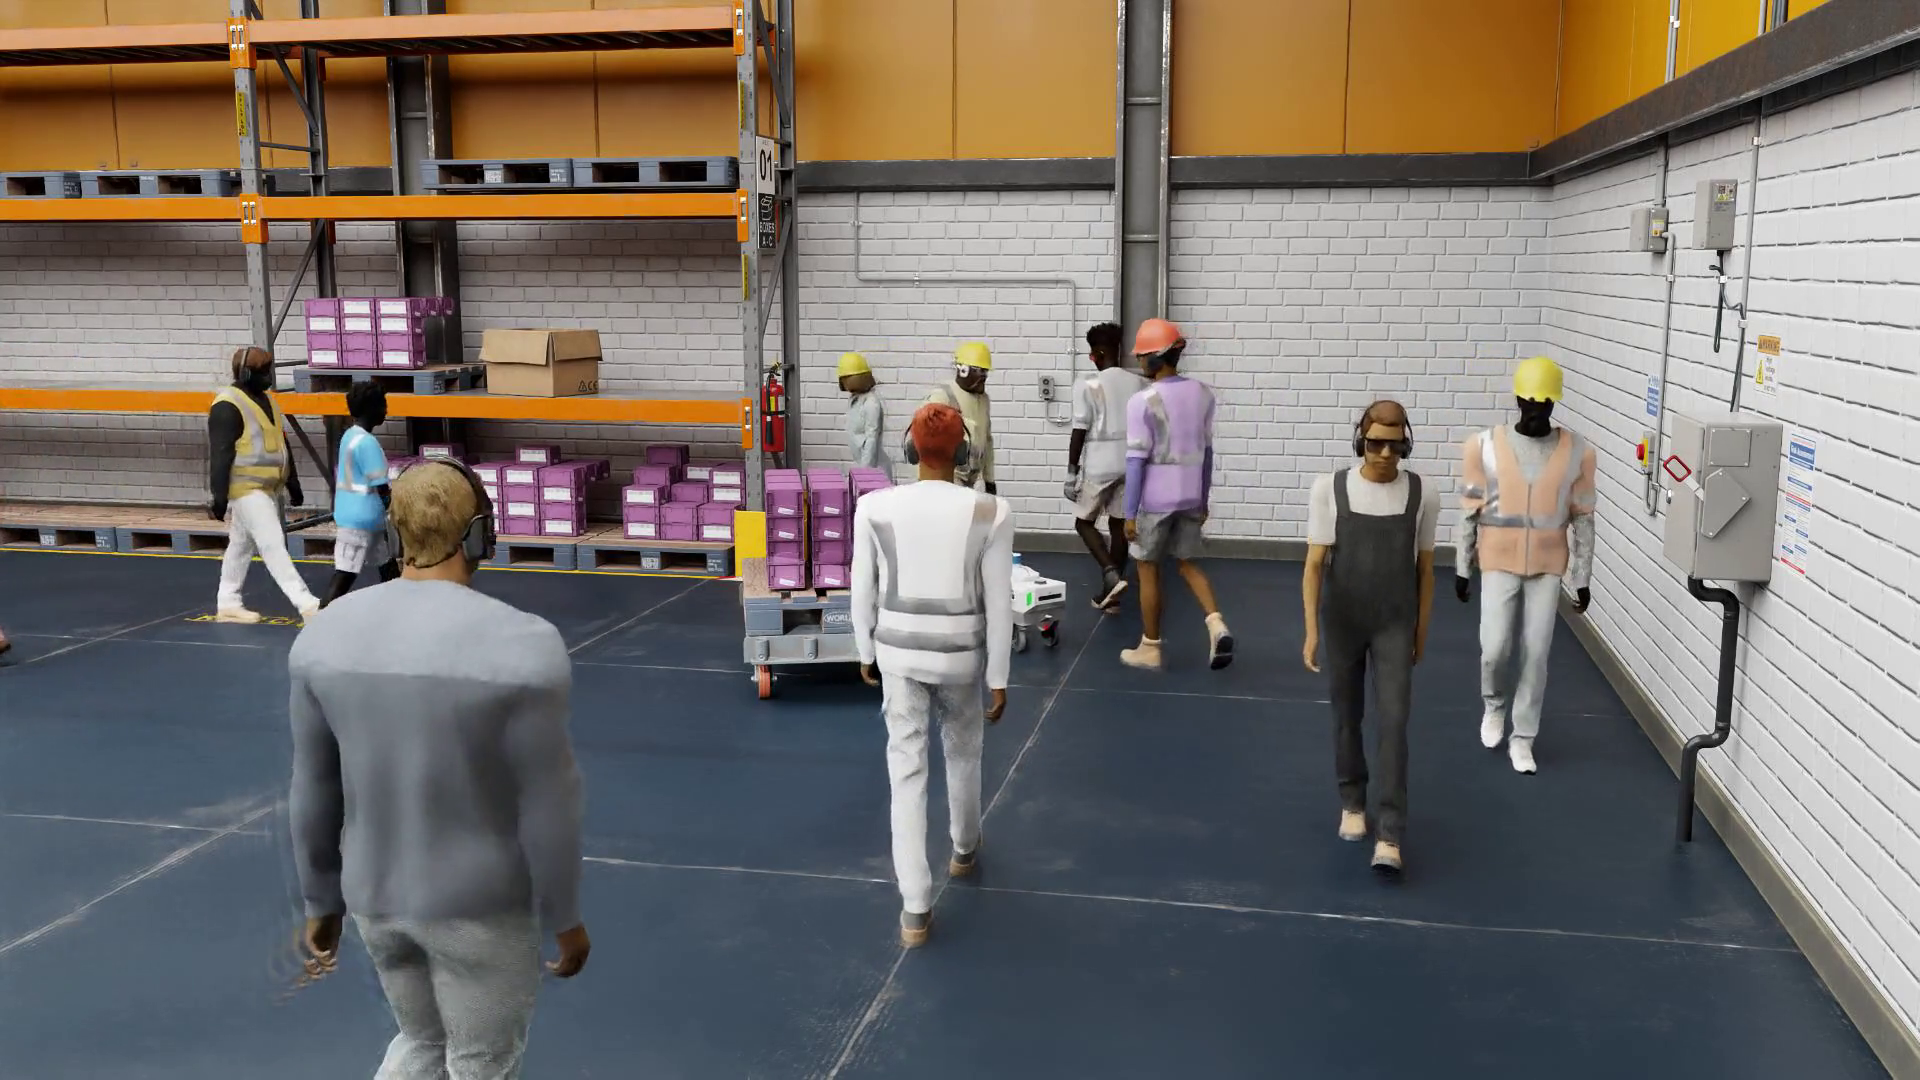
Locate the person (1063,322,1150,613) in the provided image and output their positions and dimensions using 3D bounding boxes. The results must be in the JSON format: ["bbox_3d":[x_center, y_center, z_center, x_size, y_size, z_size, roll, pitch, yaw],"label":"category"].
[{"bbox_3d":[0.991,-0.455,11.023,0.661,1.913,0.531,-5,10,-26],"label":"person"}]

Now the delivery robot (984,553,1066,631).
[{"bbox_3d":[0.321,0.323,10.145,0.477,0.478,0.707,-7,12,-38],"label":"delivery robot"}]

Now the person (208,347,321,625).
[{"bbox_3d":[-4.400,-0.328,10.611,0.970,1.789,0.657,0,9,2],"label":"person"}]

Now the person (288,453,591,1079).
[{"bbox_3d":[-1.116,0.776,3.579,0.639,1.924,0.438,3,10,17],"label":"person"}]

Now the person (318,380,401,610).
[{"bbox_3d":[-3.433,-0.112,9.762,0.899,1.639,0.532,-4,10,-25],"label":"person"}]

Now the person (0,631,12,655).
[{"bbox_3d":[-5.872,-0.126,9.229,0.992,1.863,0.649,-6,11,-32],"label":"person"}]

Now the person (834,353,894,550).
[{"bbox_3d":[-0.709,-0.494,11.926,0.854,1.685,0.487,-6,11,-31],"label":"person"}]

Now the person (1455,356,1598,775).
[{"bbox_3d":[2.588,0.110,7.612,0.599,1.909,0.445,2,10,12],"label":"person"}]

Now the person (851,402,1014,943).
[{"bbox_3d":[-0.096,0.422,5.984,0.583,1.832,0.957,0,9,2],"label":"person"}]

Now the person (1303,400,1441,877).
[{"bbox_3d":[1.571,0.370,6.399,0.503,1.795,0.939,2,10,13],"label":"person"}]

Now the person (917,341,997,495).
[{"bbox_3d":[0.053,-0.452,11.343,0.662,1.799,0.614,7,11,35],"label":"person"}]

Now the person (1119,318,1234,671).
[{"bbox_3d":[1.208,-0.228,9.332,0.637,2.024,0.668,-6,11,-34],"label":"person"}]
